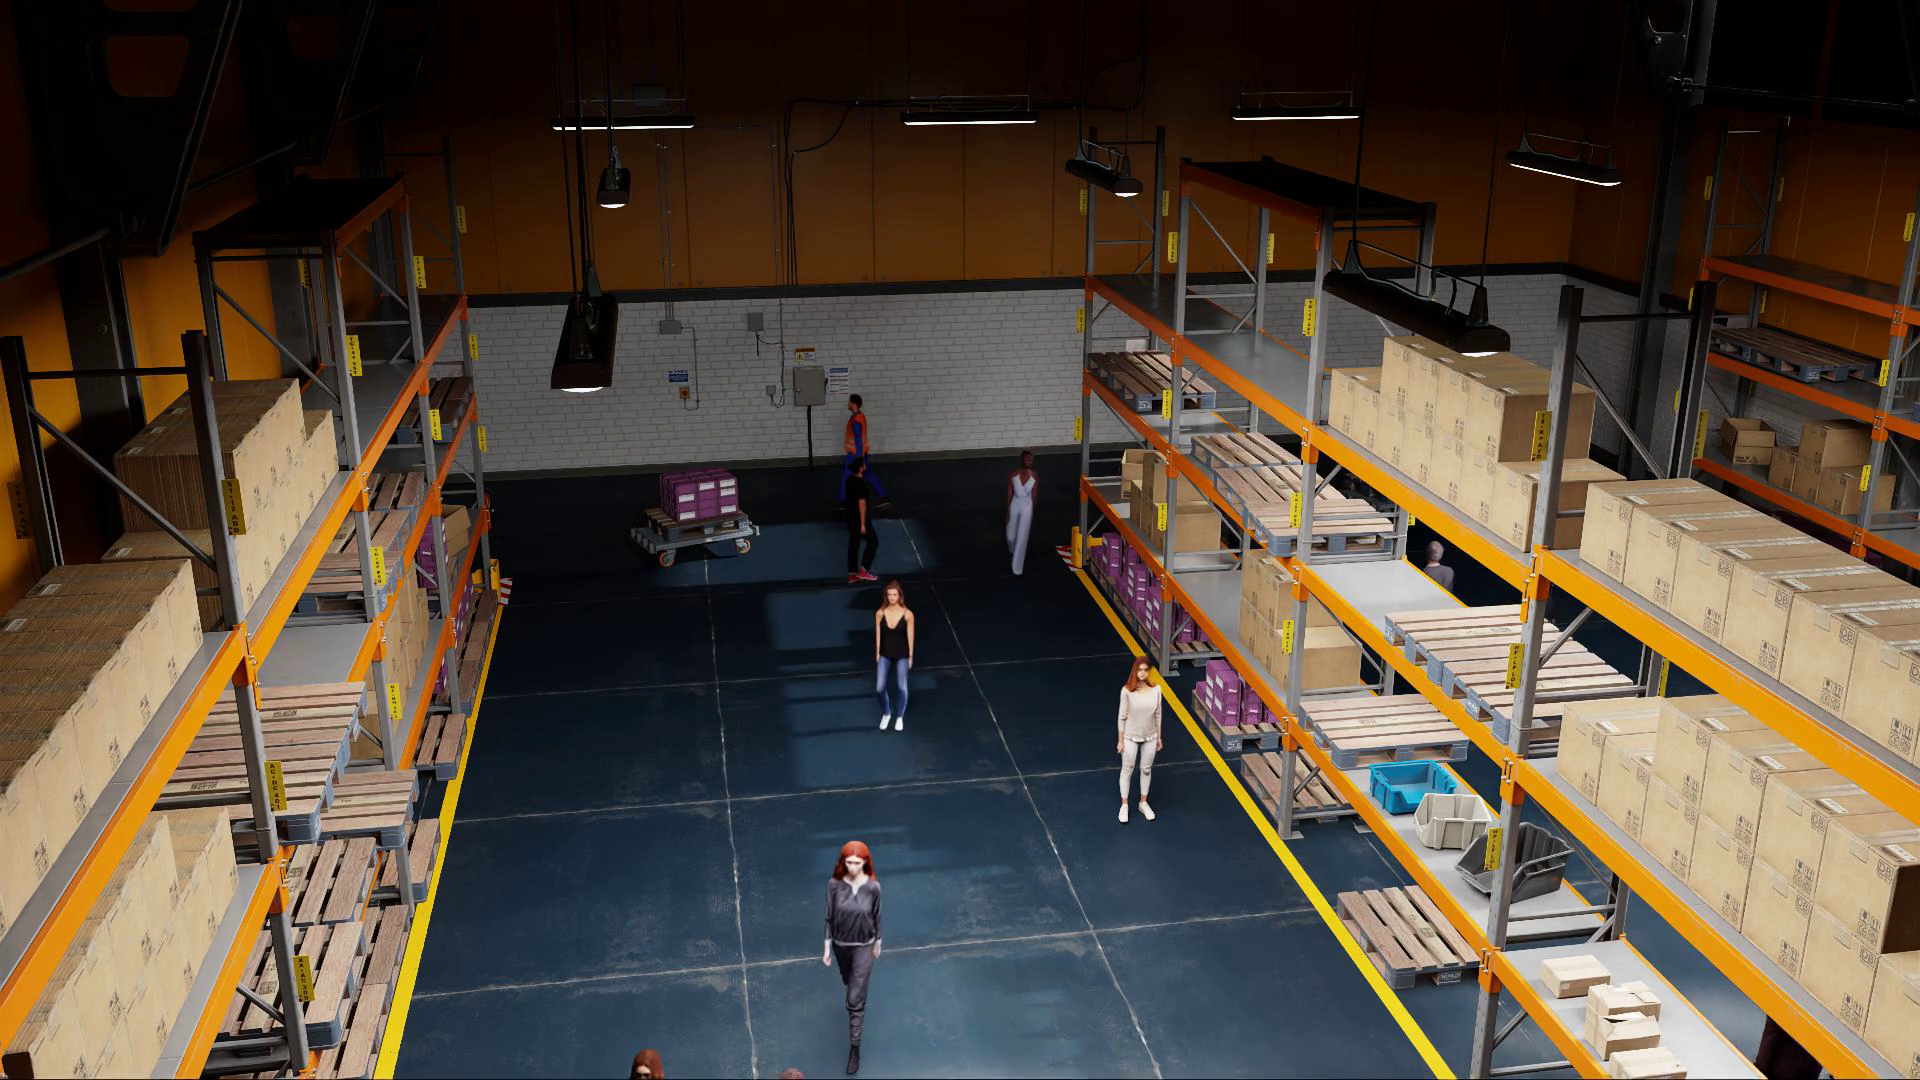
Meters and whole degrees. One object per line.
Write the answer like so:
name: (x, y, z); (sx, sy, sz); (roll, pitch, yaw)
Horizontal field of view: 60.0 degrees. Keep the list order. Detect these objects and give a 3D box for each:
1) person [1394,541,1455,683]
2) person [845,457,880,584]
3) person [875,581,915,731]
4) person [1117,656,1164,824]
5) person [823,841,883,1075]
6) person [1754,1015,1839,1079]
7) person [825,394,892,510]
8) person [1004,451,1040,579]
person: (5.367, 0.944, 18.829); (0.743, 1.788, 1.219); (-4, 19, -13)
person: (-1.438, -0.241, 22.414); (0.824, 1.746, 0.701); (-11, 22, -30)
person: (-0.702, 1.230, 18.099); (0.653, 1.713, 0.677); (2, 19, 7)
person: (1.738, 1.899, 16.118); (0.597, 1.709, 0.521); (-3, 19, -9)
person: (-0.803, 3.055, 12.636); (0.865, 1.741, 1.228); (4, 19, 11)
person: (5.519, 3.504, 11.137); (0.790, 1.847, 0.883); (-7, 20, -19)
person: (-1.475, -1.309, 25.478); (0.999, 1.814, 1.264); (2, 19, 5)
person: (0.827, -0.383, 22.832); (0.724, 1.750, 0.995); (1, 19, 2)
